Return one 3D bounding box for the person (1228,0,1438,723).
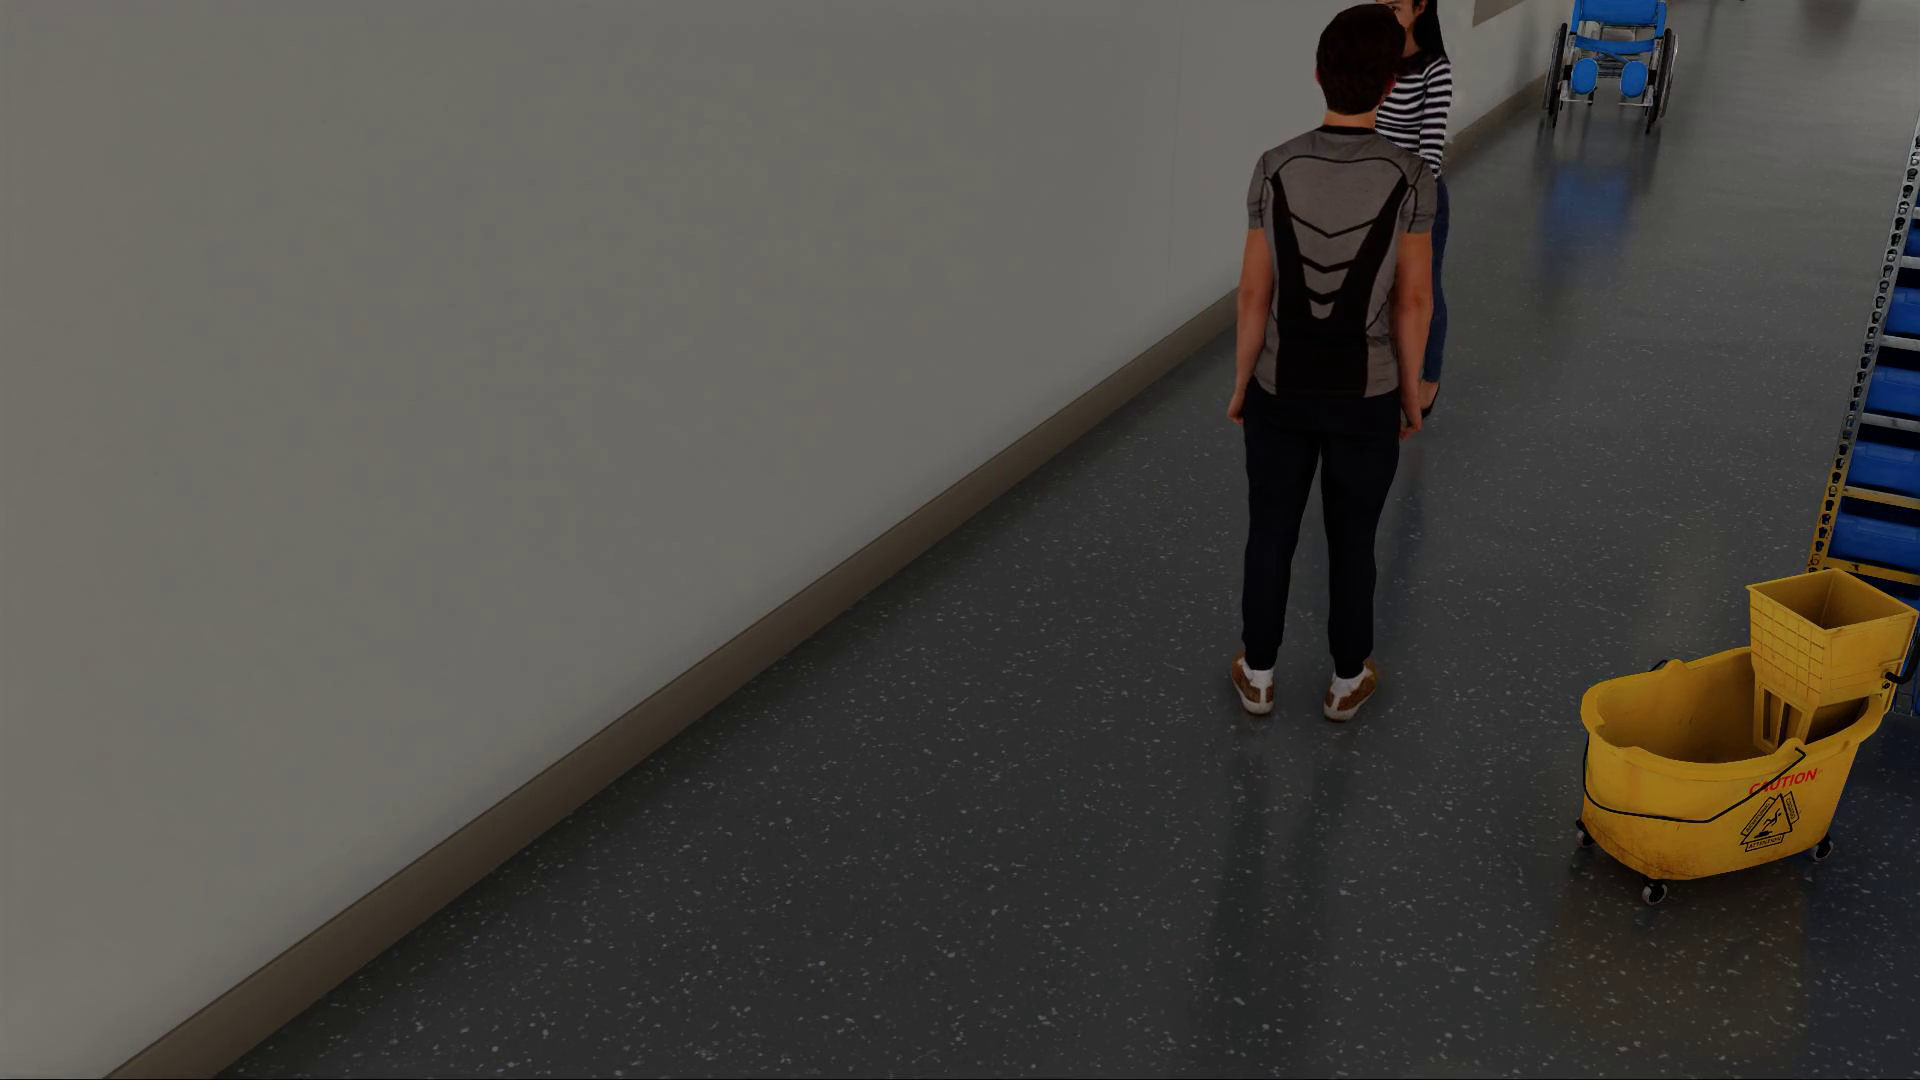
[{"bbox_3d":[0.950,-0.408,4.328,0.578,1.893,0.770,6,26,13],"label":"person"}]

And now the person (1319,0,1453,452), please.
[{"bbox_3d":[1.637,-1.150,6.046,0.978,1.720,1.189,-21,33,-36],"label":"person"}]
